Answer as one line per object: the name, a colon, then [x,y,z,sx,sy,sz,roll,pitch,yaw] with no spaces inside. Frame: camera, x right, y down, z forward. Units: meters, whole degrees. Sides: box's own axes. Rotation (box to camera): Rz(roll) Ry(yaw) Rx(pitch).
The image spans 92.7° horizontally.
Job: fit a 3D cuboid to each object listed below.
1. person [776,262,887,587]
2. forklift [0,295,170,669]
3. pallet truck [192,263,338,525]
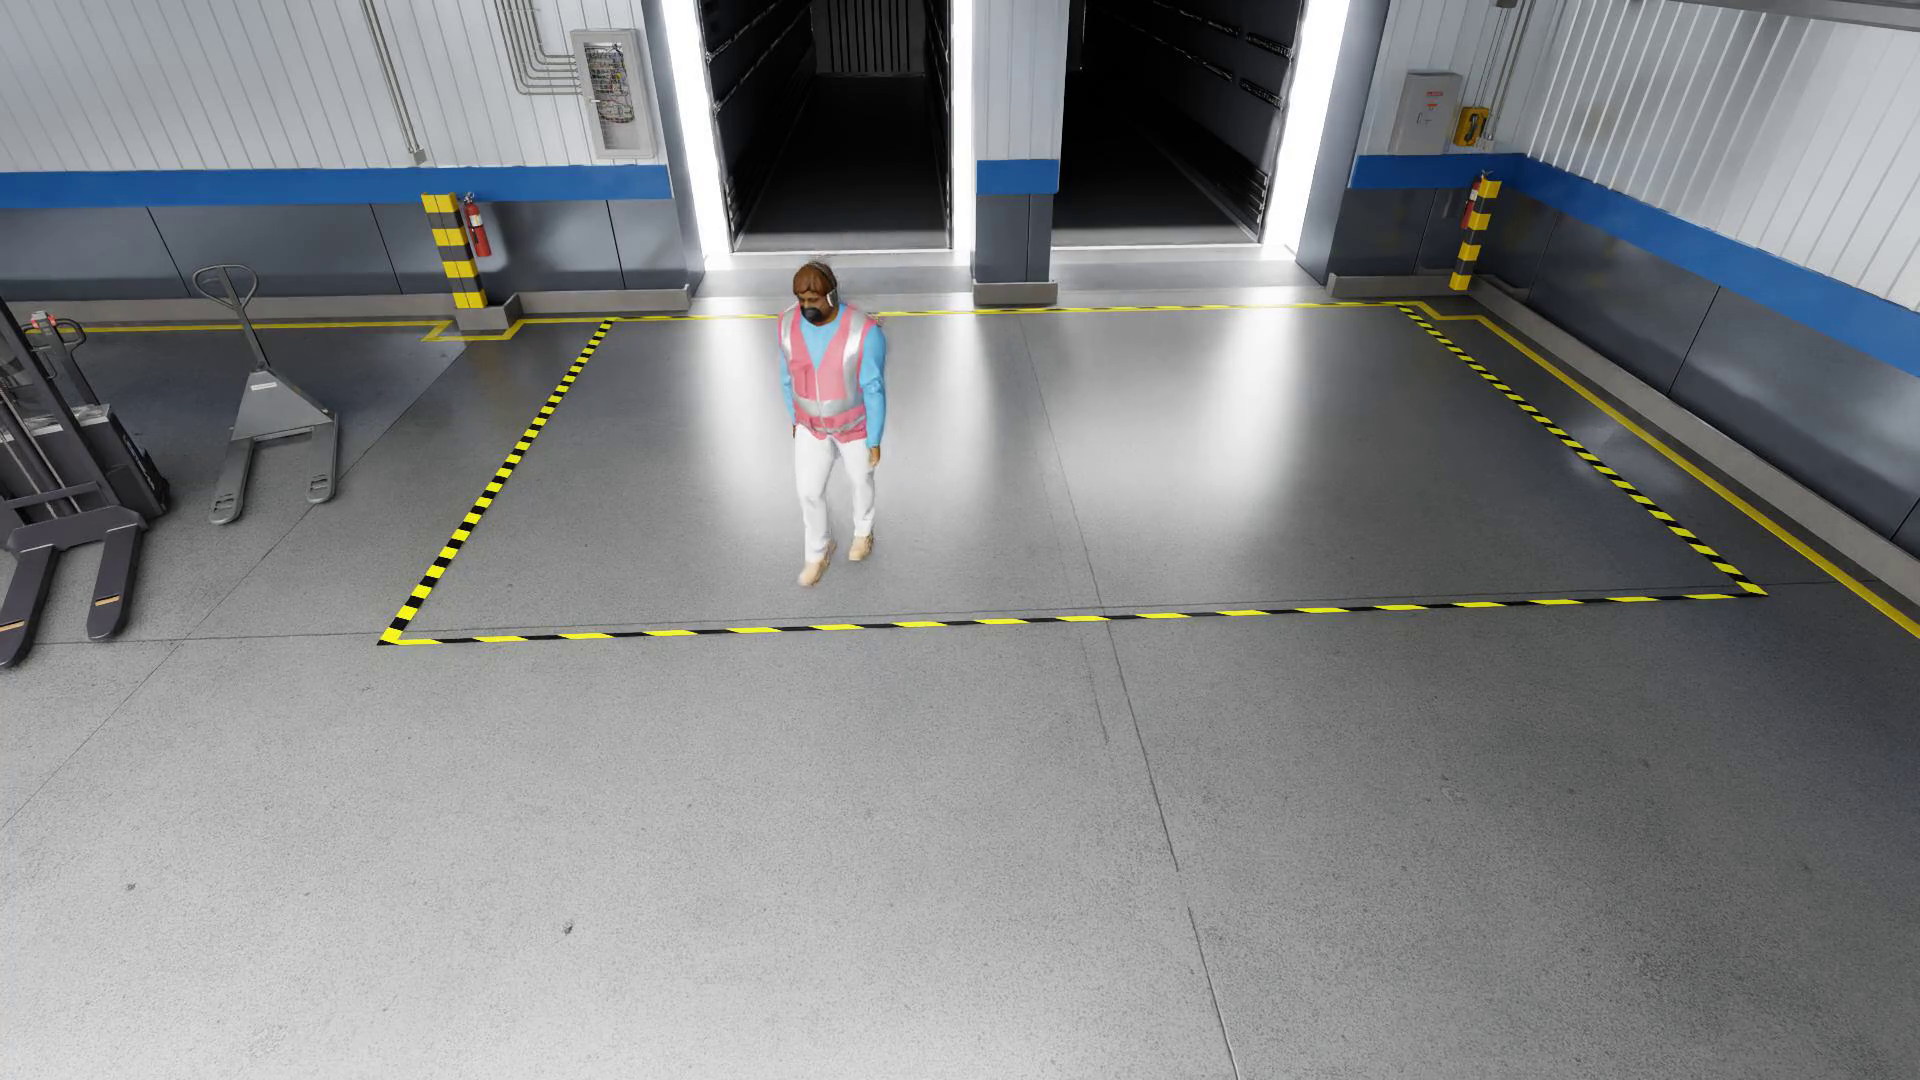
person: [-0.700,-0.595,4.996,0.646,1.818,0.637,7,35,10]
forklift: [-5.212,-0.618,4.878,0.823,1.965,1.885,-20,39,-26]
pallet truck: [-4.778,-1.027,6.128,0.680,1.201,1.601,-17,38,-23]
